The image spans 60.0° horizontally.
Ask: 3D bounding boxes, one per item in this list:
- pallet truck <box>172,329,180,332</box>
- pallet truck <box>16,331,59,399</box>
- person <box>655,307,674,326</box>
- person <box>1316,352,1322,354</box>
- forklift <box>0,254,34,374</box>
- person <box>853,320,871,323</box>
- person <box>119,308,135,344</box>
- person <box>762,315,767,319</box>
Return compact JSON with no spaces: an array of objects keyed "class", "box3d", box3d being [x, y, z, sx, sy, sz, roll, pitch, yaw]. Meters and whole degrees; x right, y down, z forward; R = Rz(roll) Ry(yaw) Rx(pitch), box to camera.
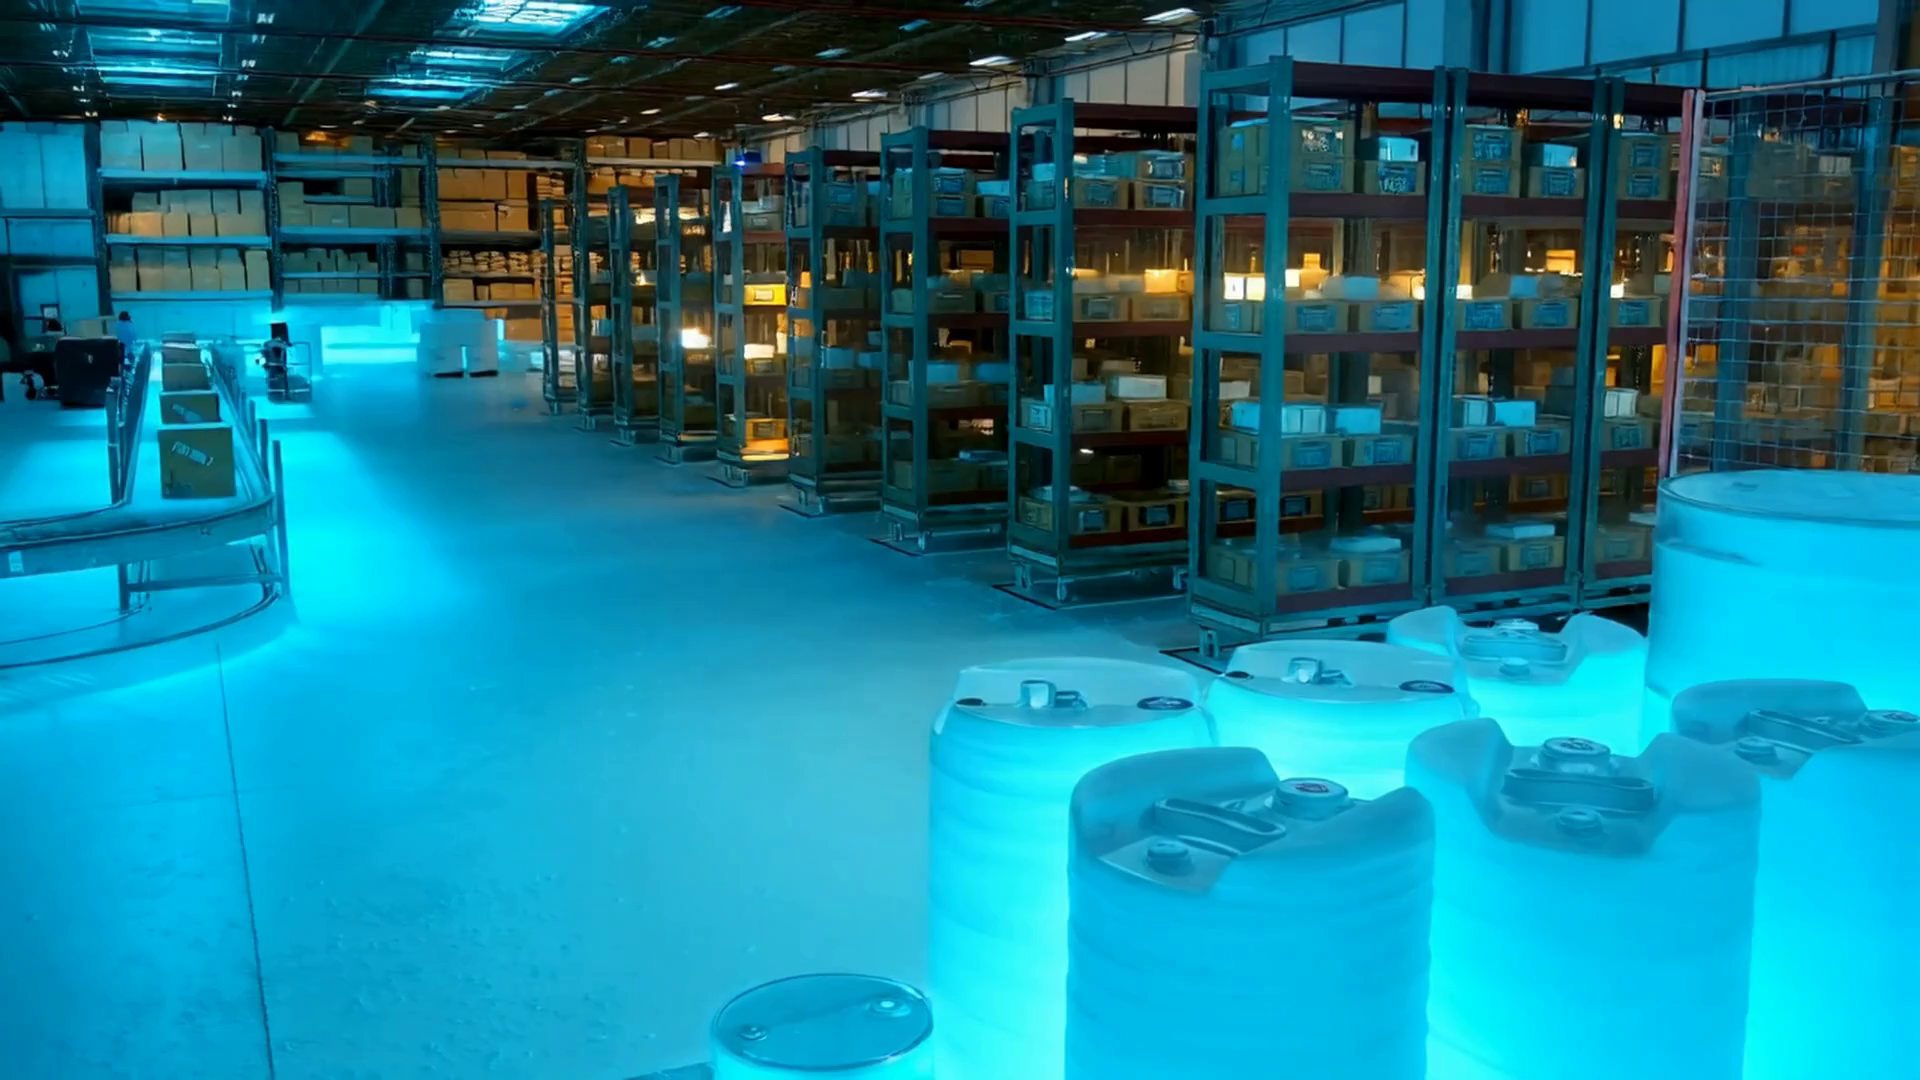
[{"class":"pallet truck","box3d":[-17.275,-3.851,35.096,1.601,1.201,0.680,0,9,1]},{"class":"pallet truck","box3d":[-17.082,-3.353,31.781,1.630,1.274,0.653,-4,10,-25]},{"class":"person","box3d":[-7.485,-5.401,42.628,0.612,1.901,0.969,7,11,36]},{"class":"person","box3d":[4.239,-1.747,20.207,0.562,1.825,0.470,-4,10,-25]},{"class":"forklift","box3d":[-22.318,-5.268,38.771,1.873,2.768,1.129,-4,10,-25]},{"class":"person","box3d":[-2.725,-5.880,46.247,0.501,1.688,0.917,1,9,4]},{"class":"person","box3d":[-18.461,-4.340,36.897,0.503,1.625,0.284,7,11,35]},{"class":"person","box3d":[-3.716,-3.770,32.561,0.455,1.878,0.733,-4,10,-24]}]
